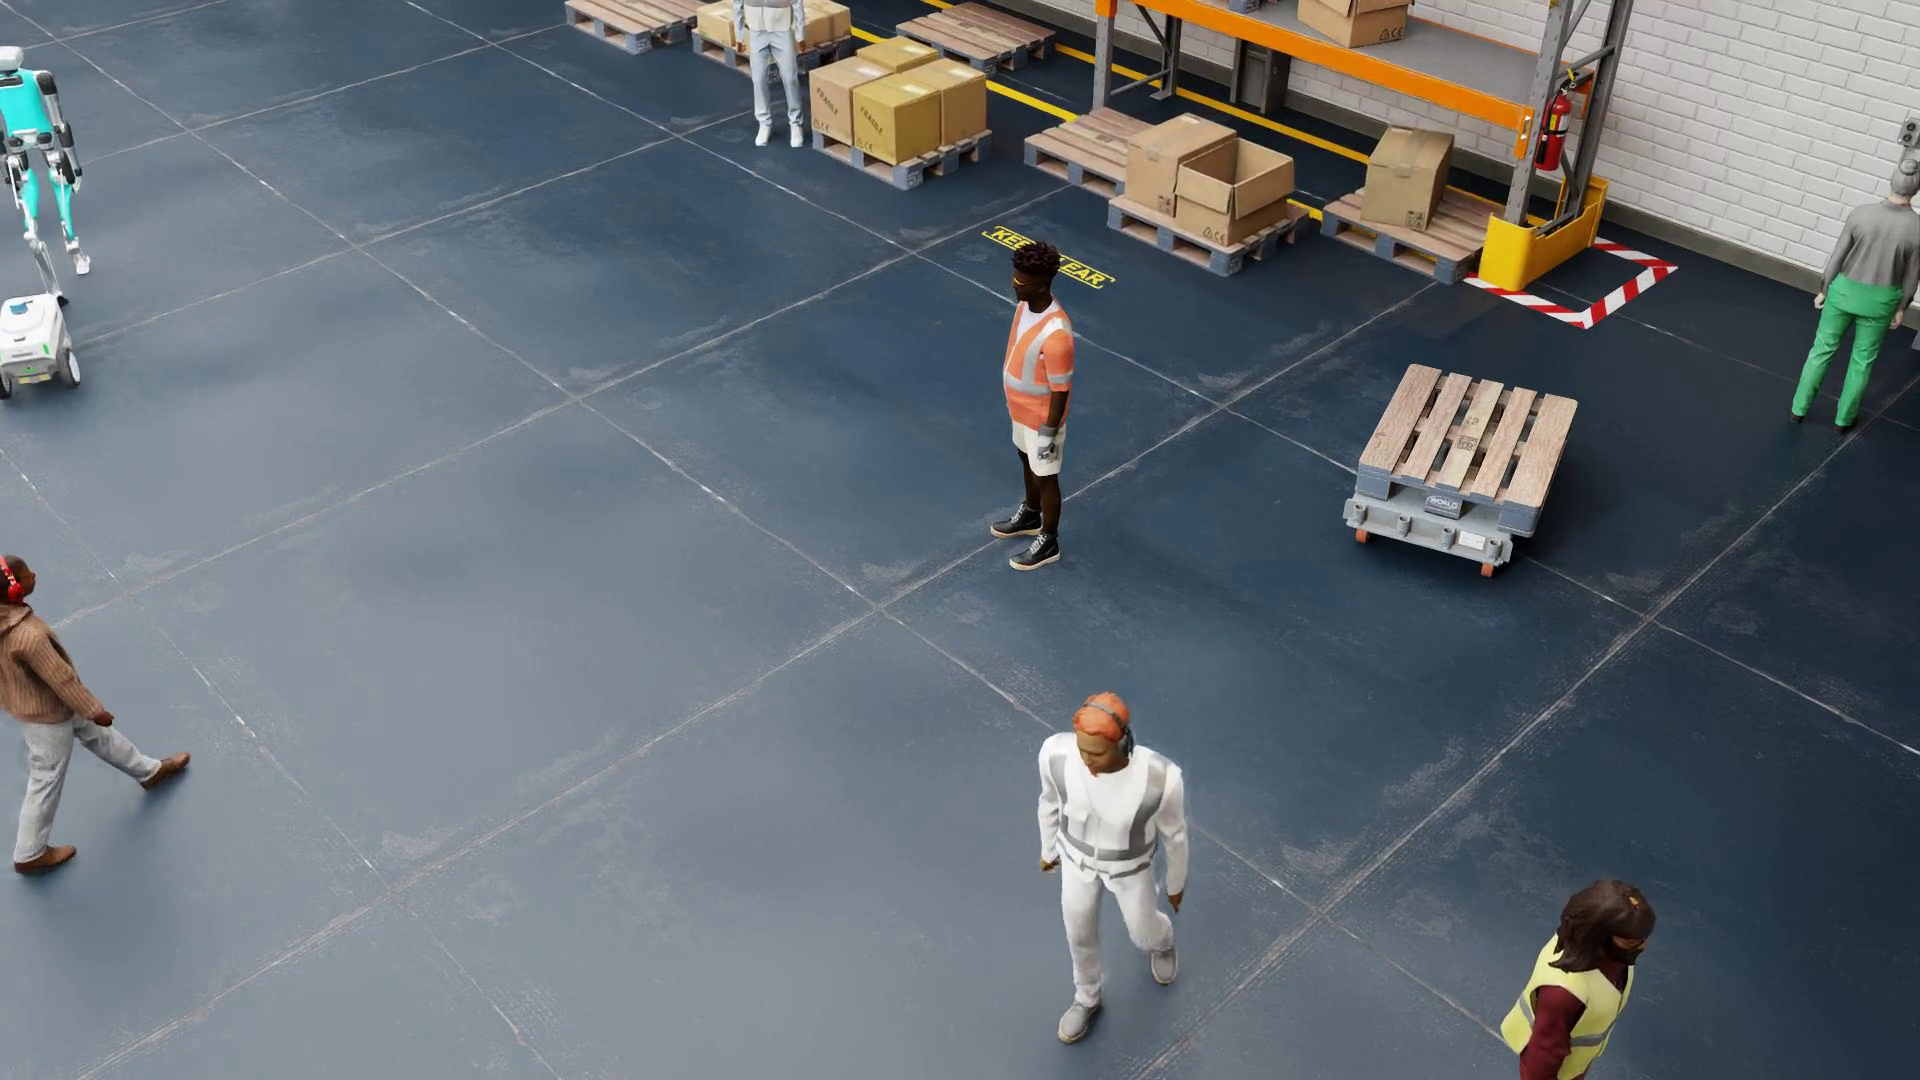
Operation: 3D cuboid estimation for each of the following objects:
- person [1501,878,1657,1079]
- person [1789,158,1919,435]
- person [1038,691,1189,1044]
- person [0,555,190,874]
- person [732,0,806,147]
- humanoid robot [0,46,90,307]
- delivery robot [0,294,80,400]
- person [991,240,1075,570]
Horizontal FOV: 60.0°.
[{"bbox_3d":[2.125,1.817,5.889,0.407,1.768,0.468,28,45,32],"label":"person"},{"bbox_3d":[5.556,-1.502,10.218,0.527,1.839,0.327,21,42,25],"label":"person"},{"bbox_3d":[0.620,1.217,6.606,0.599,1.863,0.644,14,39,17],"label":"person"},{"bbox_3d":[-4.086,0.727,7.463,0.474,1.597,0.906,29,46,32],"label":"person"},{"bbox_3d":[-1.568,-4.204,13.744,0.600,1.904,0.394,3,37,4],"label":"person"},{"bbox_3d":[-6.441,-2.460,11.615,0.530,1.774,1.034,-11,38,-14],"label":"humanoid robot"},{"bbox_3d":[-6.166,-1.320,11.039,0.499,0.589,0.792,-12,39,-15],"label":"delivery robot"},{"bbox_3d":[0.408,-0.732,9.096,0.364,1.965,0.608,-10,38,-14],"label":"person"}]
